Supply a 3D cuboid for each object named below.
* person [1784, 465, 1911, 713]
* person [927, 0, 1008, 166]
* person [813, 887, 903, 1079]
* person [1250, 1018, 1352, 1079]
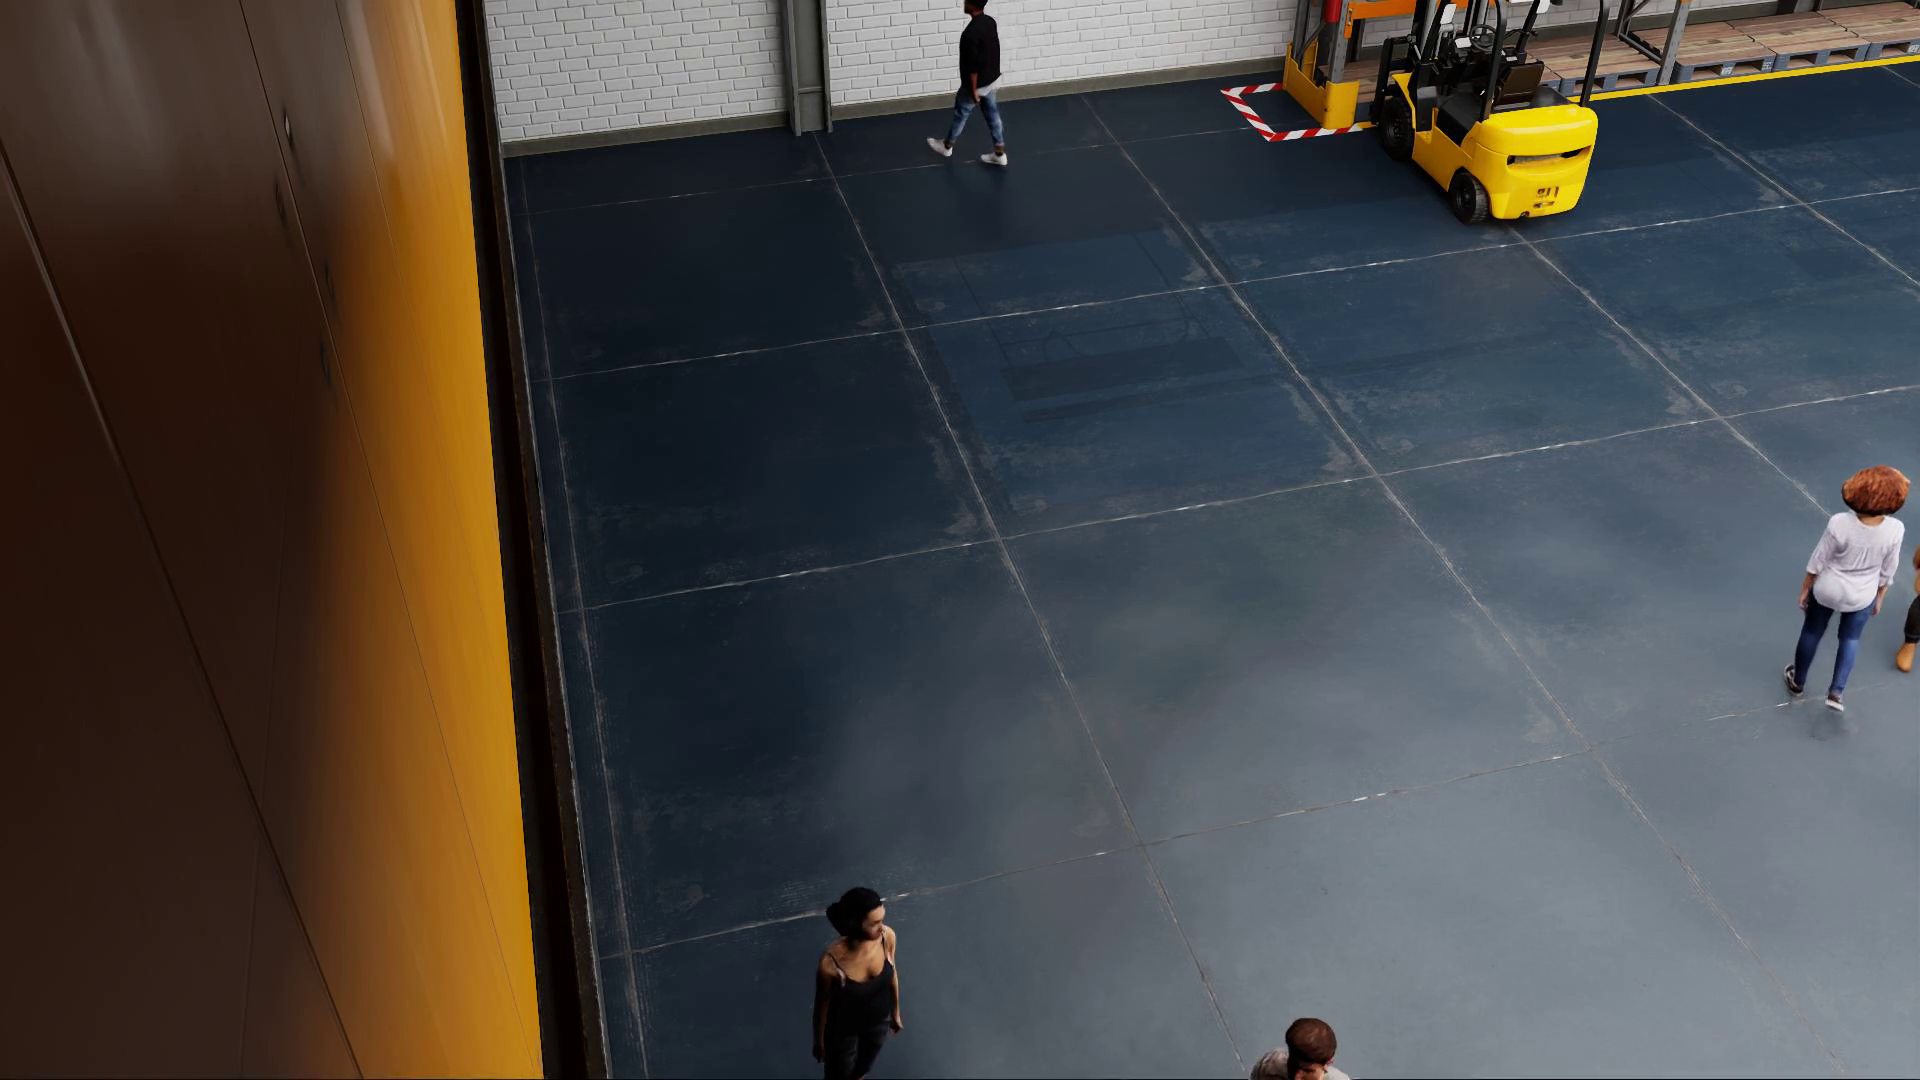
[{"bbox_3d":[5.475,0.348,10.277,0.893,1.693,0.929,14,41,16],"label":"person"},{"bbox_3d":[0.270,-4.493,16.272,1.170,1.777,1.129,22,44,25],"label":"person"},{"bbox_3d":[-0.531,2.274,7.856,0.616,1.704,0.812,-14,41,-17],"label":"person"},{"bbox_3d":[1.463,2.633,7.261,0.852,1.886,0.913,21,43,24],"label":"person"}]
